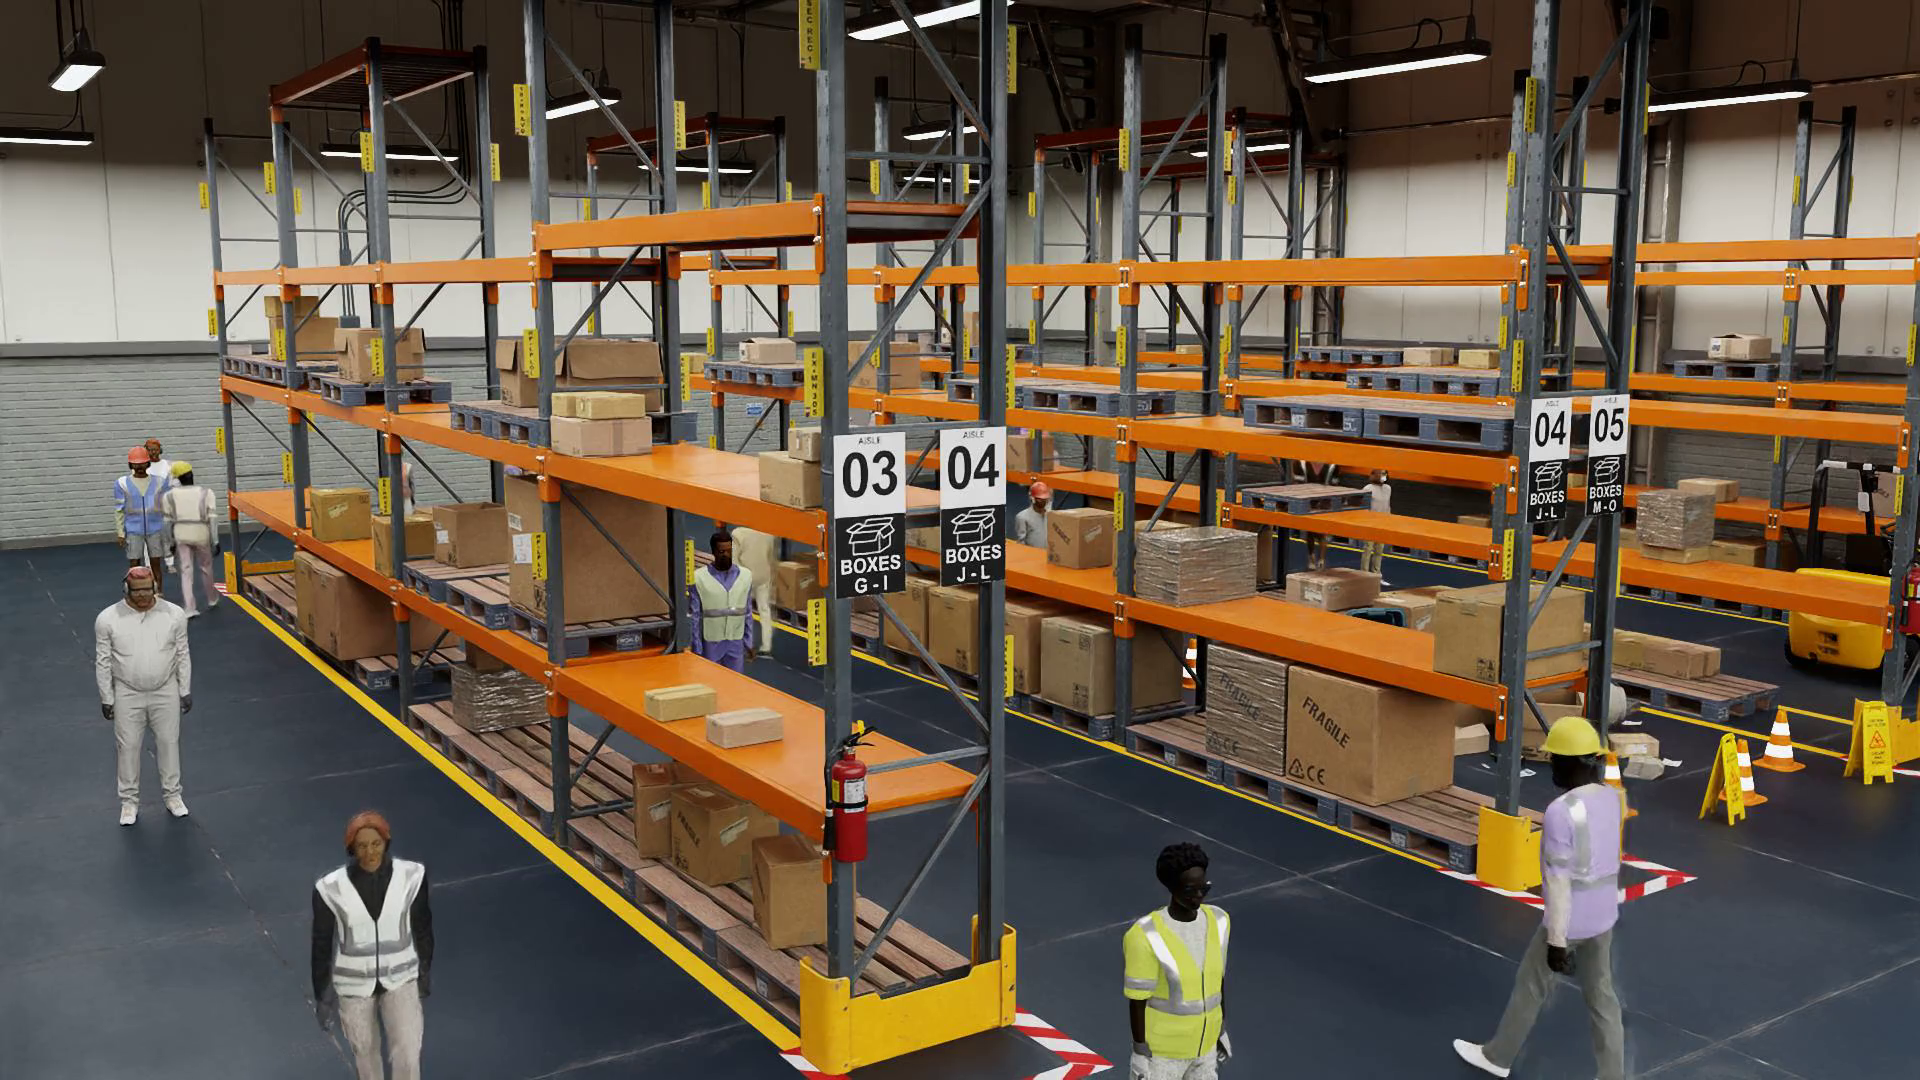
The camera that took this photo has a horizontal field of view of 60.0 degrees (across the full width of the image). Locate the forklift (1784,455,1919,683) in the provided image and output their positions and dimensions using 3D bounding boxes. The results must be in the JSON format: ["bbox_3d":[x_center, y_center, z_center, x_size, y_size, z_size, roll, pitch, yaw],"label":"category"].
[{"bbox_3d":[9.643,0.253,17.172,2.313,2.155,1.214,-6,10,-33],"label":"forklift"}]

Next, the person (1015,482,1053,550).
[{"bbox_3d":[0.892,0.210,18.914,0.559,1.752,0.325,-6,10,-33],"label":"person"}]

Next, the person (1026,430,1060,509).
[{"bbox_3d":[1.335,-0.908,26.413,0.594,1.730,0.376,4,9,23],"label":"person"}]

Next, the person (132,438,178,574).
[{"bbox_3d":[-11.074,-0.457,22.931,0.574,1.882,0.356,-6,10,-33],"label":"person"}]

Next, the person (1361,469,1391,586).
[{"bbox_3d":[5.507,-0.189,21.969,0.497,1.633,0.285,-6,10,-33],"label":"person"}]

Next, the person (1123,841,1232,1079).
[{"bbox_3d":[0.897,2.056,6.815,0.533,1.697,0.318,-6,10,-33],"label":"person"}]

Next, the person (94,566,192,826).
[{"bbox_3d":[-6.001,1.134,12.272,0.641,1.905,0.410,-6,10,-33],"label":"person"}]

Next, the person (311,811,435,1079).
[{"bbox_3d":[-2.583,2.012,7.361,0.535,1.604,0.757,-4,9,-22],"label":"person"}]

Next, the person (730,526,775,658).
[{"bbox_3d":[-2.283,0.388,17.864,0.583,1.702,0.893,-6,11,-36],"label":"person"}]

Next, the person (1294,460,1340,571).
[{"bbox_3d":[4.904,-0.497,22.890,0.606,1.985,1.111,2,9,13],"label":"person"}]

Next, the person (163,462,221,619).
[{"bbox_3d":[-9.251,-0.018,20.100,0.630,1.853,0.998,-2,9,-13],"label":"person"}]

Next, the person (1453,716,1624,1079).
[{"bbox_3d":[2.872,1.771,8.049,0.621,1.883,0.922,-7,11,-38],"label":"person"}]

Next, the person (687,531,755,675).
[{"bbox_3d":[-2.000,0.867,13.994,0.592,1.920,0.392,-6,10,-33],"label":"person"}]

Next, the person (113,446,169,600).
[{"bbox_3d":[-9.881,-0.118,20.143,0.607,2.044,0.372,-6,10,-33],"label":"person"}]
